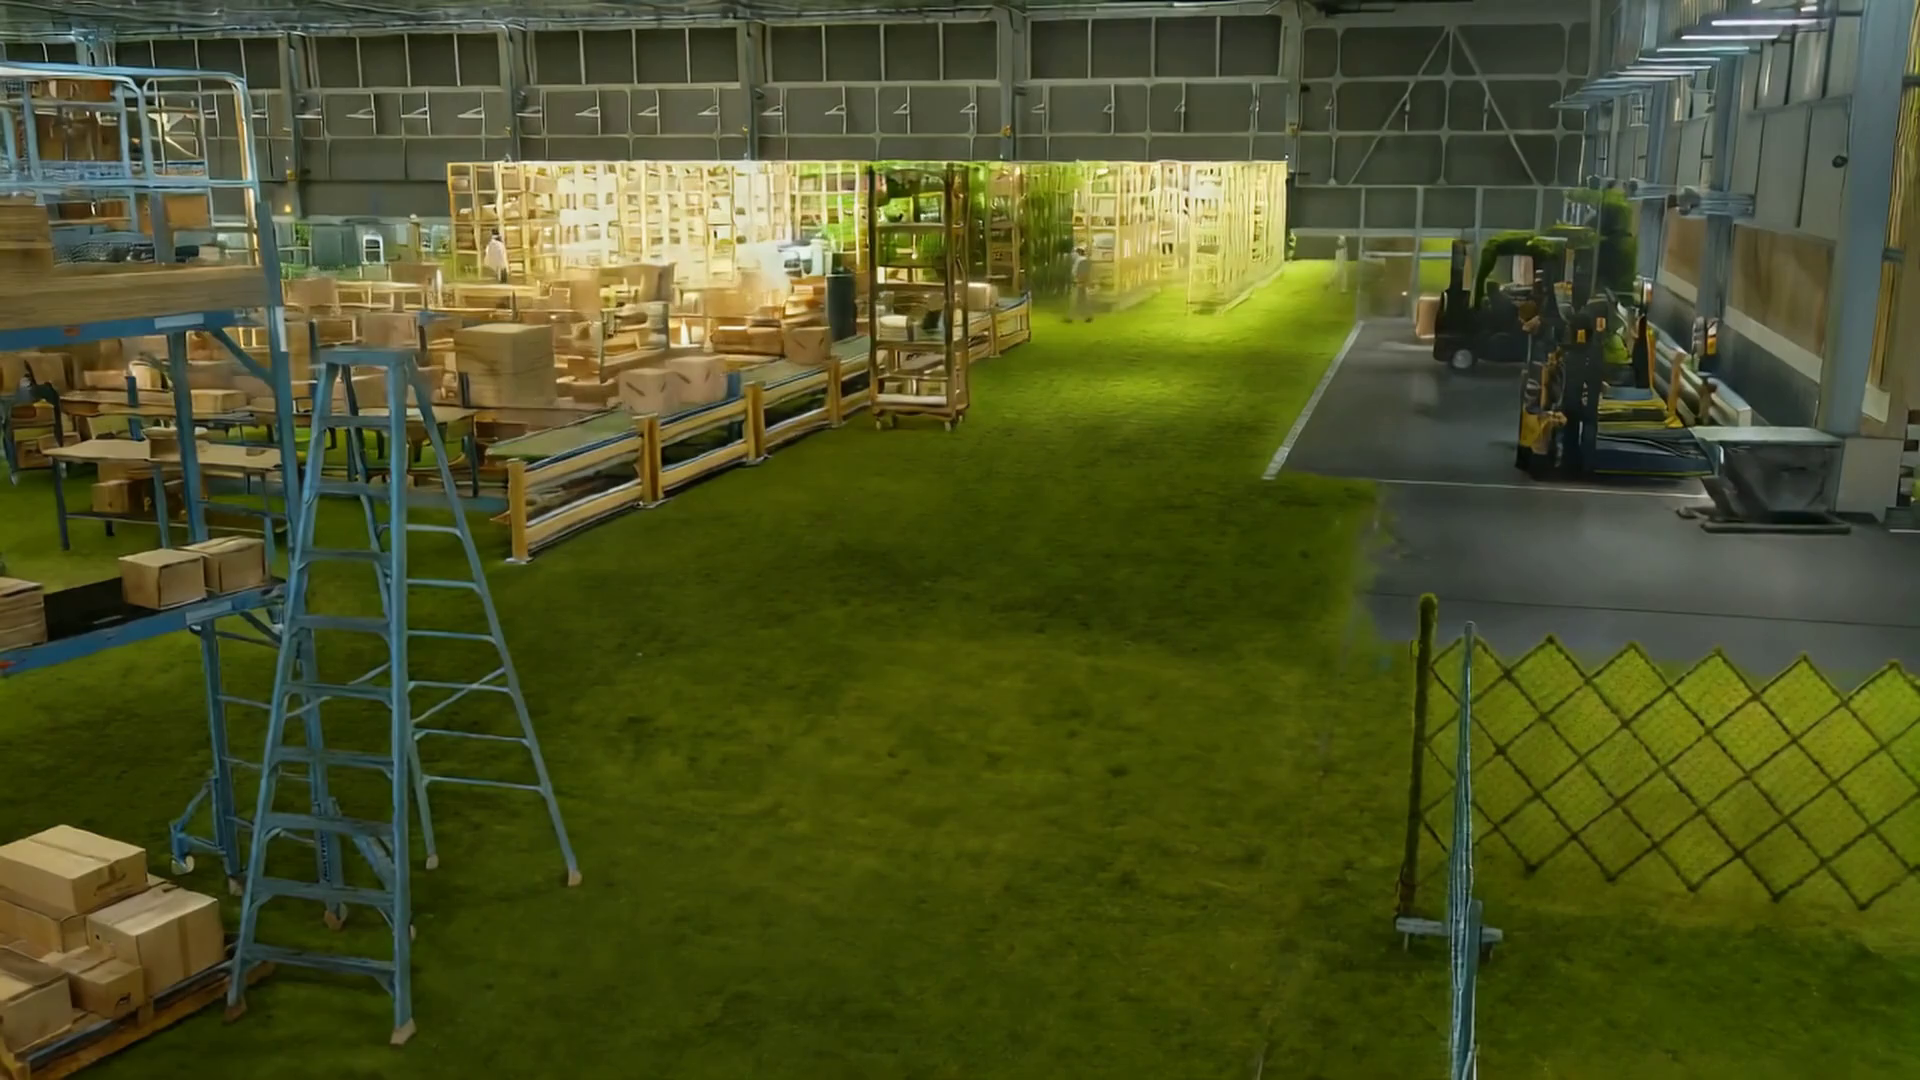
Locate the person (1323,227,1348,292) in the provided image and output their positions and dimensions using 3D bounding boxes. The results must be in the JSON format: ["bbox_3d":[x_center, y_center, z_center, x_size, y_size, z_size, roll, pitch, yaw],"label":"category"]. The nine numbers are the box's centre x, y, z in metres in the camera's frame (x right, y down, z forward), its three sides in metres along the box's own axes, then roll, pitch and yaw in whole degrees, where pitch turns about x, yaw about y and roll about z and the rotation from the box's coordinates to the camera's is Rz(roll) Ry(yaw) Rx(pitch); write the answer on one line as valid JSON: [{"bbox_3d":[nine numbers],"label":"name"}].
[{"bbox_3d":[10.419,-7.675,45.712,0.705,1.826,0.583,3,13,14],"label":"person"}]

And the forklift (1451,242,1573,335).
[{"bbox_3d":[10.464,-4.597,31.405,2.680,1.987,1.157,4,14,16],"label":"forklift"}]

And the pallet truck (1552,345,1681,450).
[{"bbox_3d":[8.641,-1.896,21.908,1.630,1.274,0.653,4,14,16],"label":"pallet truck"}]

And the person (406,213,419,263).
[{"bbox_3d":[-17.013,-9.158,51.782,0.391,1.986,0.609,-7,15,-27],"label":"person"}]

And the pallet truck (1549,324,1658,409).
[{"bbox_3d":[9.824,-2.669,25.407,1.601,1.201,0.680,4,14,16],"label":"pallet truck"}]

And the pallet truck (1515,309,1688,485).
[{"bbox_3d":[7.554,-1.677,19.446,1.885,1.965,0.823,3,13,14],"label":"pallet truck"}]

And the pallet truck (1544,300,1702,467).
[{"bbox_3d":[8.263,-1.952,20.631,1.885,1.965,0.823,5,14,20],"label":"pallet truck"}]

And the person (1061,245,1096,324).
[{"bbox_3d":[2.726,-5.799,37.728,0.904,1.788,0.599,-4,14,-17],"label":"person"}]

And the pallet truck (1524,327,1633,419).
[{"bbox_3d":[9.065,-2.460,24.370,1.522,1.261,0.704,3,13,14],"label":"pallet truck"}]

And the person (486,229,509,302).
[{"bbox_3d":[-12.081,-7.164,43.366,0.487,1.893,0.670,5,14,22],"label":"person"}]

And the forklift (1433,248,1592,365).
[{"bbox_3d":[9.780,-4.111,29.280,2.680,1.987,1.157,3,13,14],"label":"forklift"}]
